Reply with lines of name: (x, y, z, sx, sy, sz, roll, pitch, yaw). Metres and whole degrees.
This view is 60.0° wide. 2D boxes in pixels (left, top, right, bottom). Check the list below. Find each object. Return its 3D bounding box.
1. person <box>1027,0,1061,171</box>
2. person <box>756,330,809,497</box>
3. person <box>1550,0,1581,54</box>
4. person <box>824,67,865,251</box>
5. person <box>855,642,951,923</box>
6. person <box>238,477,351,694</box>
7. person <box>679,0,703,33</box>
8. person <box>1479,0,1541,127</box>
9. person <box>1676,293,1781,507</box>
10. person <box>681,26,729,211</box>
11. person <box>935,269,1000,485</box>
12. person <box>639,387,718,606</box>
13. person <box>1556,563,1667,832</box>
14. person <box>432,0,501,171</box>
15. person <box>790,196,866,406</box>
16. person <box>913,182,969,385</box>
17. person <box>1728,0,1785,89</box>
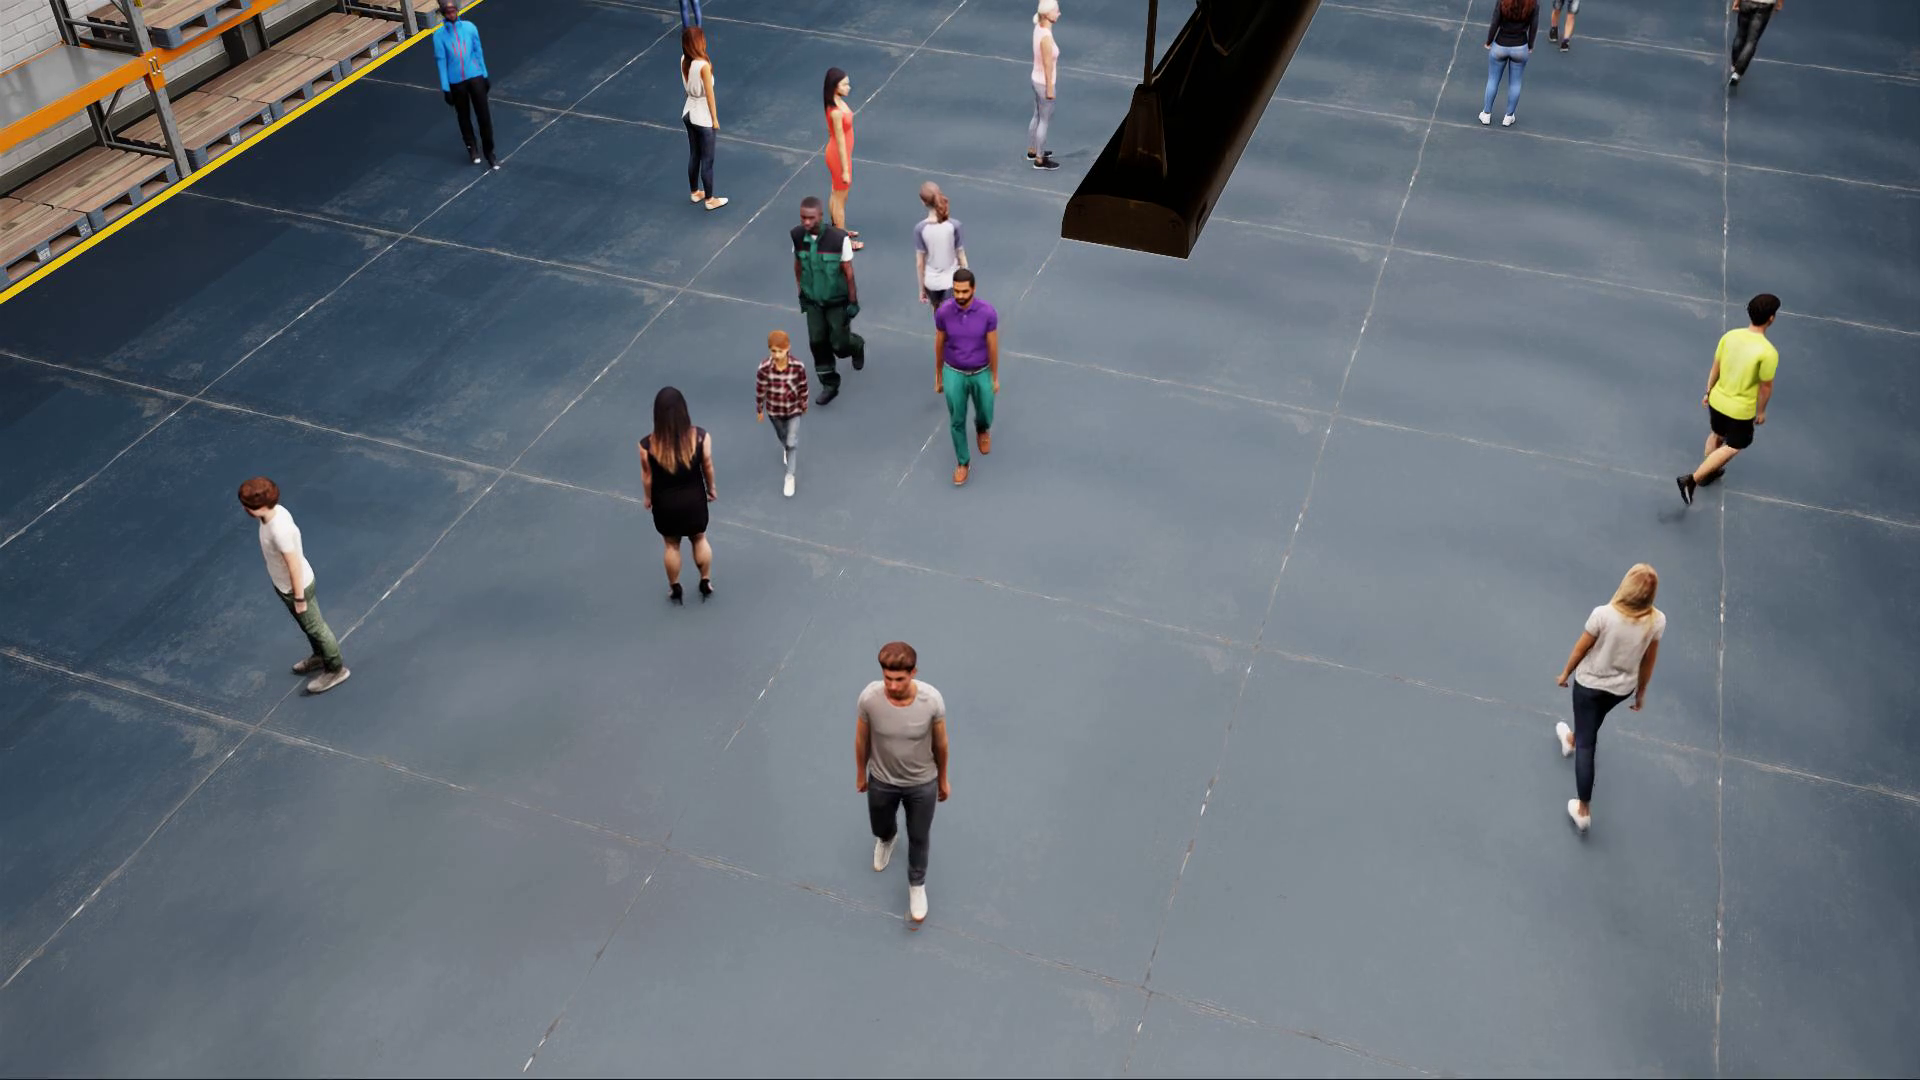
person: (0.836, -4.595, 16.709, 0.693, 1.725, 0.596, -8, 39, -10)
person: (-1.336, -1.050, 12.630, 0.716, 1.274, 0.962, 1, 39, 2)
person: (7.040, -6.417, 19.243, 0.650, 1.409, 0.995, 6, 39, 8)
person: (-1.119, -3.518, 15.366, 0.727, 1.718, 0.625, -7, 39, -8)
person: (-0.316, 1.263, 9.239, 0.814, 1.892, 0.901, 2, 39, 2)
person: (-4.272, 0.269, 10.675, 0.703, 1.653, 0.671, -23, 44, -26)
person: (-3.205, -6.504, 19.591, 0.523, 1.112, 0.579, -14, 41, -16)
person: (5.796, -5.184, 17.520, 0.634, 1.633, 0.551, 11, 40, 13)
person: (5.661, -1.000, 12.236, 1.050, 1.689, 0.970, -19, 42, -23)
person: (-2.513, -4.049, 15.979, 0.658, 1.782, 0.653, -31, 48, -33)
person: (0.069, -1.290, 12.542, 0.770, 1.760, 0.908, 3, 39, 4)
person: (-1.897, -0.268, 11.302, 0.749, 1.709, 0.789, -12, 40, -14)
person: (3.790, 0.936, 9.752, 0.858, 1.763, 1.212, 2, 39, 3)
person: (-5.001, -4.643, 16.732, 0.931, 1.769, 0.991, -16, 41, -19)
person: (-1.034, -1.973, 13.348, 0.702, 1.821, 0.883, 10, 40, 13)
person: (-0.156, -2.033, 13.497, 0.751, 1.728, 1.007, 7, 39, 8)
person: (8.747, -5.857, 18.242, 0.775, 1.784, 1.163, 19, 42, 22)
